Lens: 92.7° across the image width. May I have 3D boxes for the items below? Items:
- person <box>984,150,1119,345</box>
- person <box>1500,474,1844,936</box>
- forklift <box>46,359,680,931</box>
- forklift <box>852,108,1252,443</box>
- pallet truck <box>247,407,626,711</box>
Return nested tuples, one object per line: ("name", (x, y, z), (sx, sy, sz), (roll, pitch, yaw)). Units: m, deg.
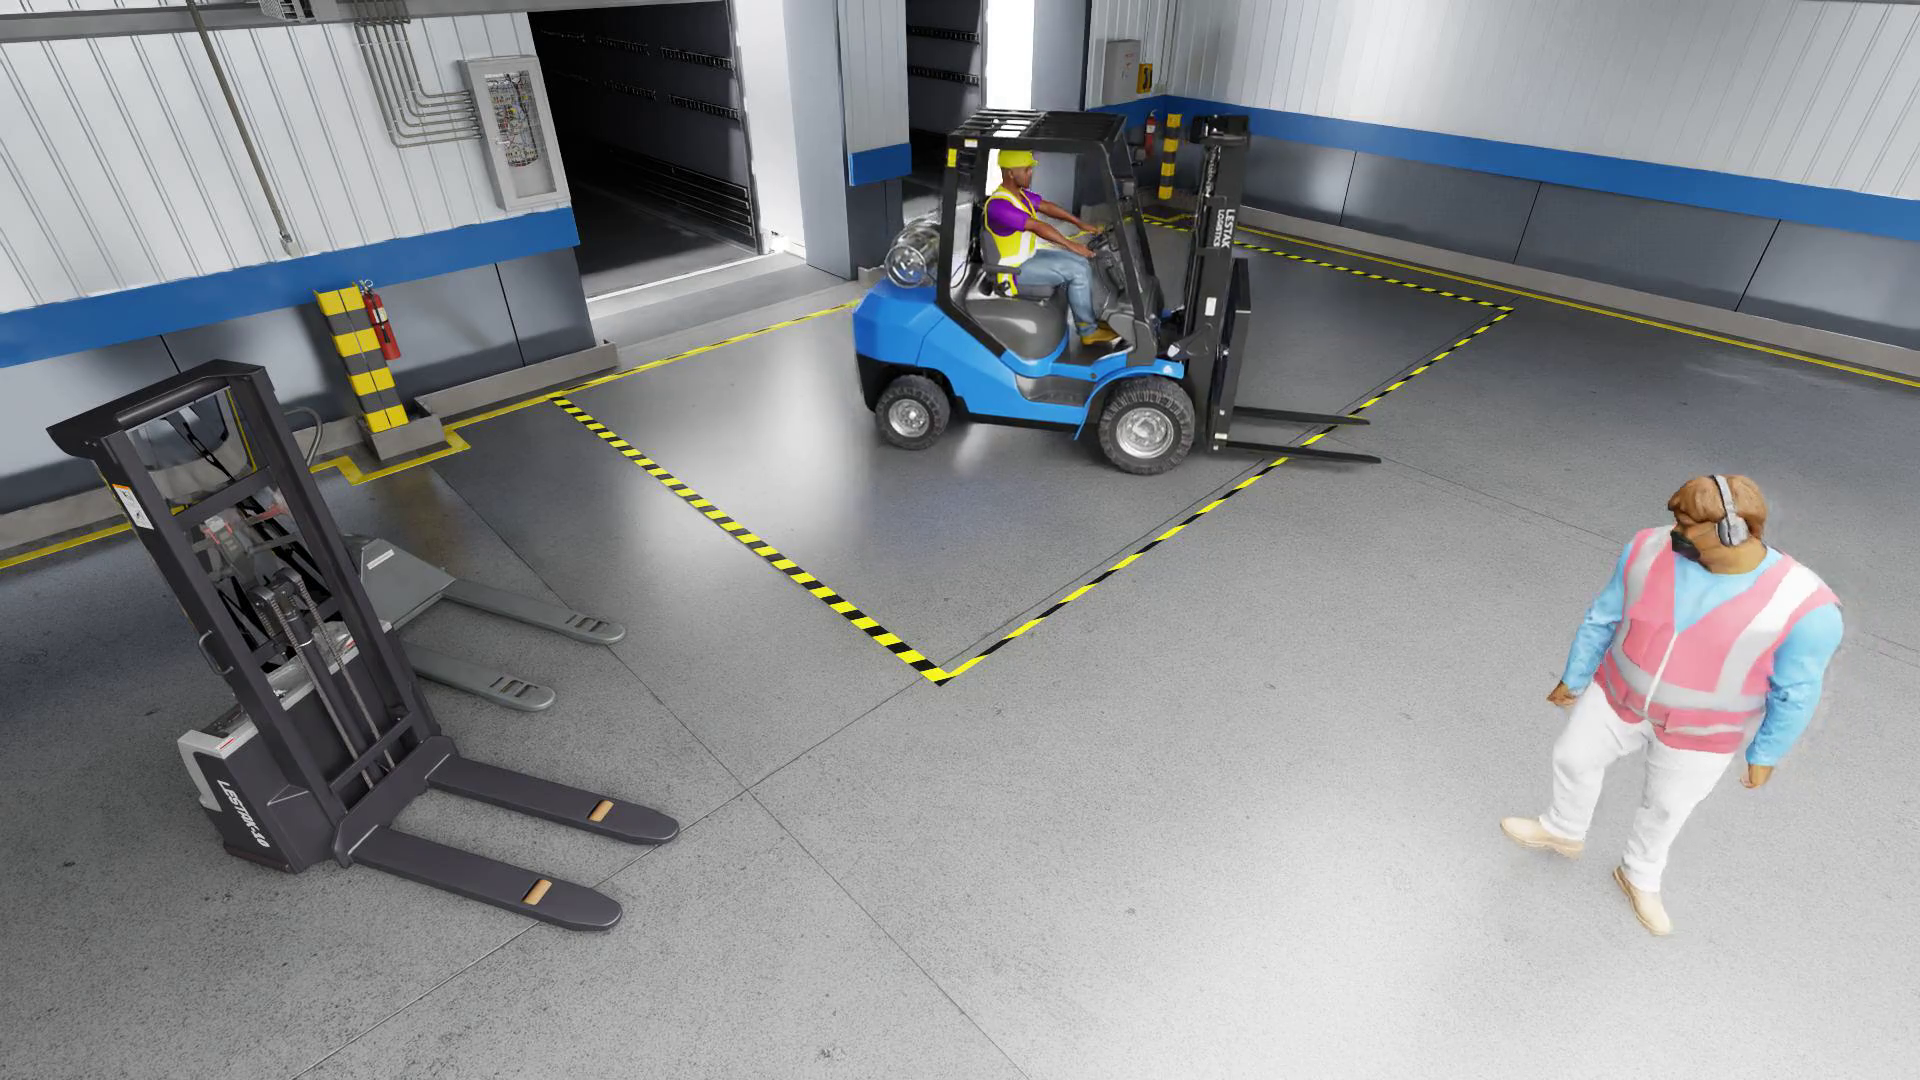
("person", (0.679, -2.003, 6.271), (1.004, 1.294, 0.635), (8, 35, 11))
("person", (2.502, 0.617, 3.247), (0.435, 1.802, 0.709), (-19, 39, -26))
("forklift", (-2.135, 0.422, 3.354), (1.885, 1.965, 0.823), (10, 35, 14))
("forklift", (0.623, -1.860, 6.393), (2.680, 2.036, 1.157), (8, 35, 11))
("pallet truck", (-2.628, 0.038, 4.590), (1.601, 1.201, 0.680), (12, 36, 18))
